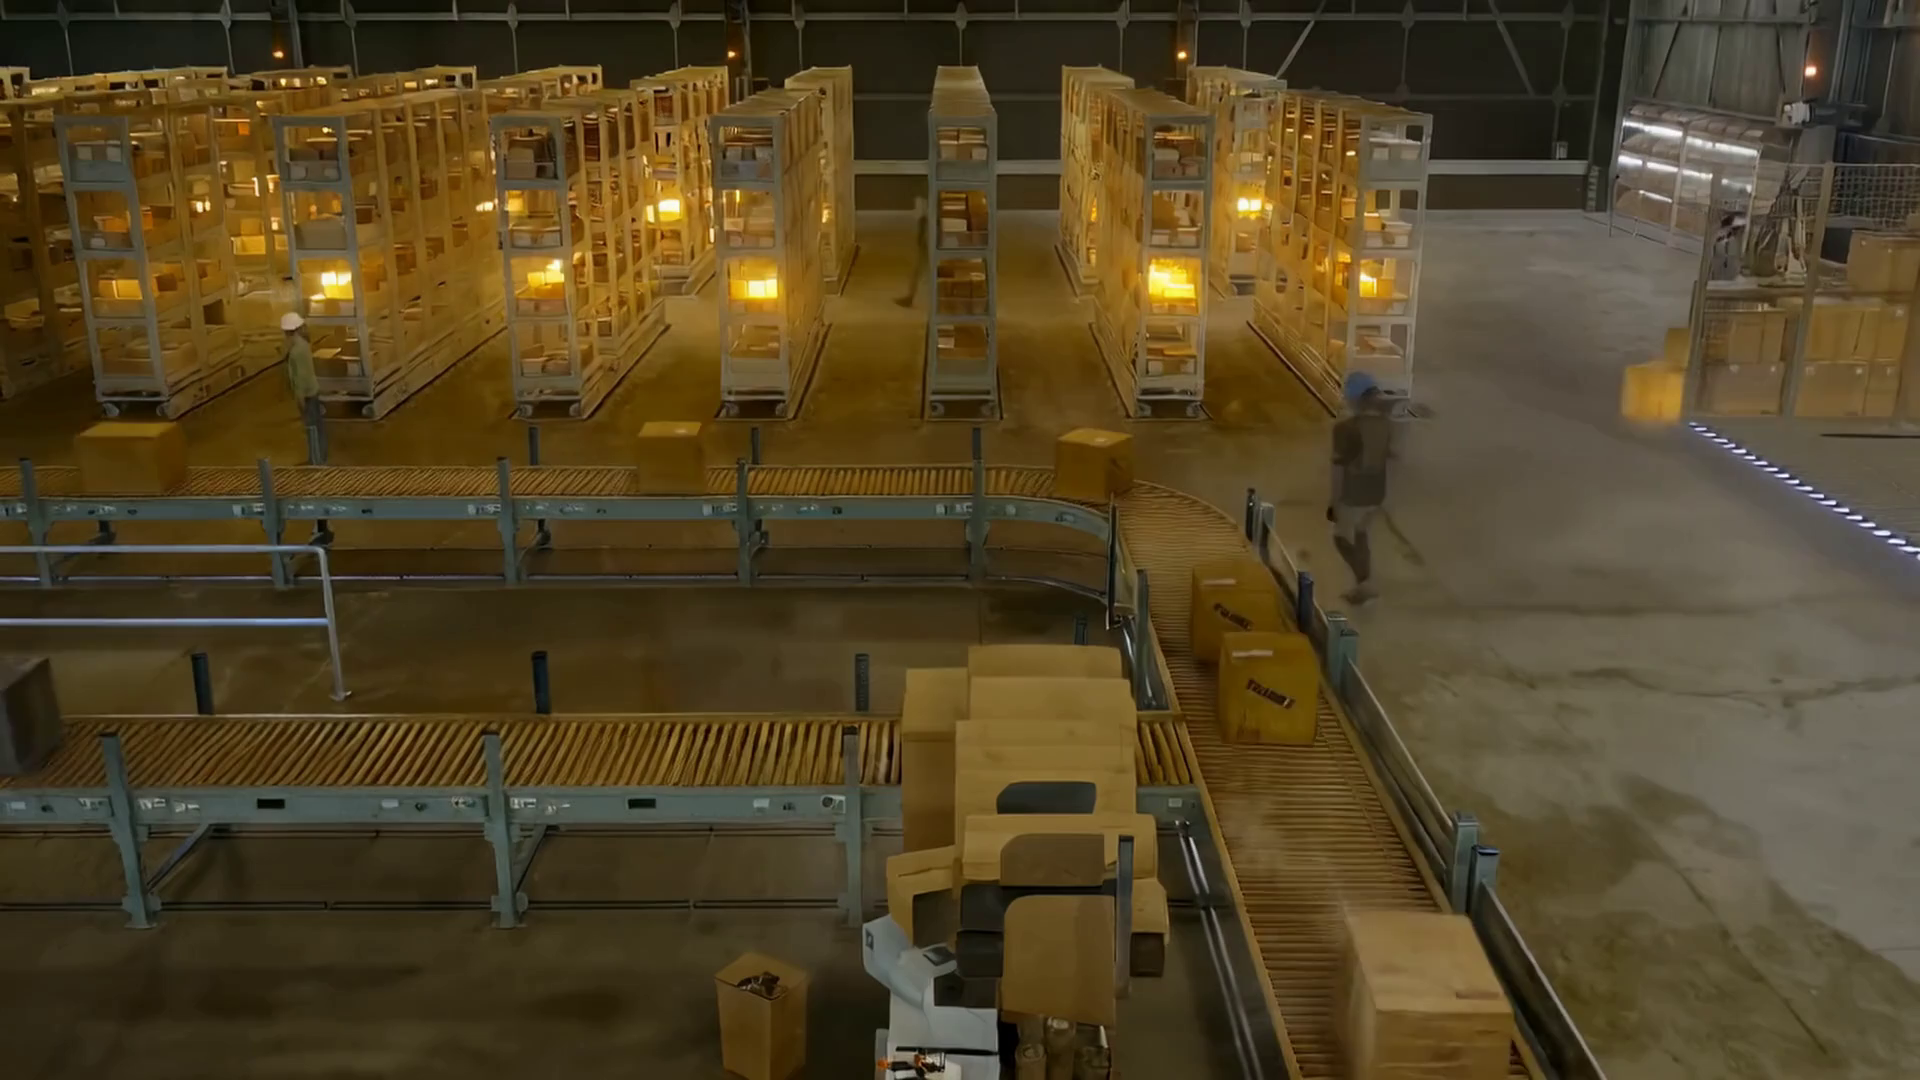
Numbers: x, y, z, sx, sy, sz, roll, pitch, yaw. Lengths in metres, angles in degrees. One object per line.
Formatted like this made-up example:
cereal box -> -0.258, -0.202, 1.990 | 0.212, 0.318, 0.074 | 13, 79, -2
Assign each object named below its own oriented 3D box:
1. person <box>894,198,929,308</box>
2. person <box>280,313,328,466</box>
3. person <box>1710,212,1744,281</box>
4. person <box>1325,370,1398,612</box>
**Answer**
person -> -0.637, -4.645, 27.024 | 0.946, 1.796, 0.568 | 7, 19, 20
person -> -6.887, -1.512, 17.451 | 0.328, 1.760, 0.523 | -3, 18, -8
person -> 10.843, -3.647, 23.644 | 0.373, 1.997, 0.617 | 8, 20, 24
person -> 3.255, -0.358, 13.492 | 0.659, 2.019, 0.613 | -10, 21, -29
